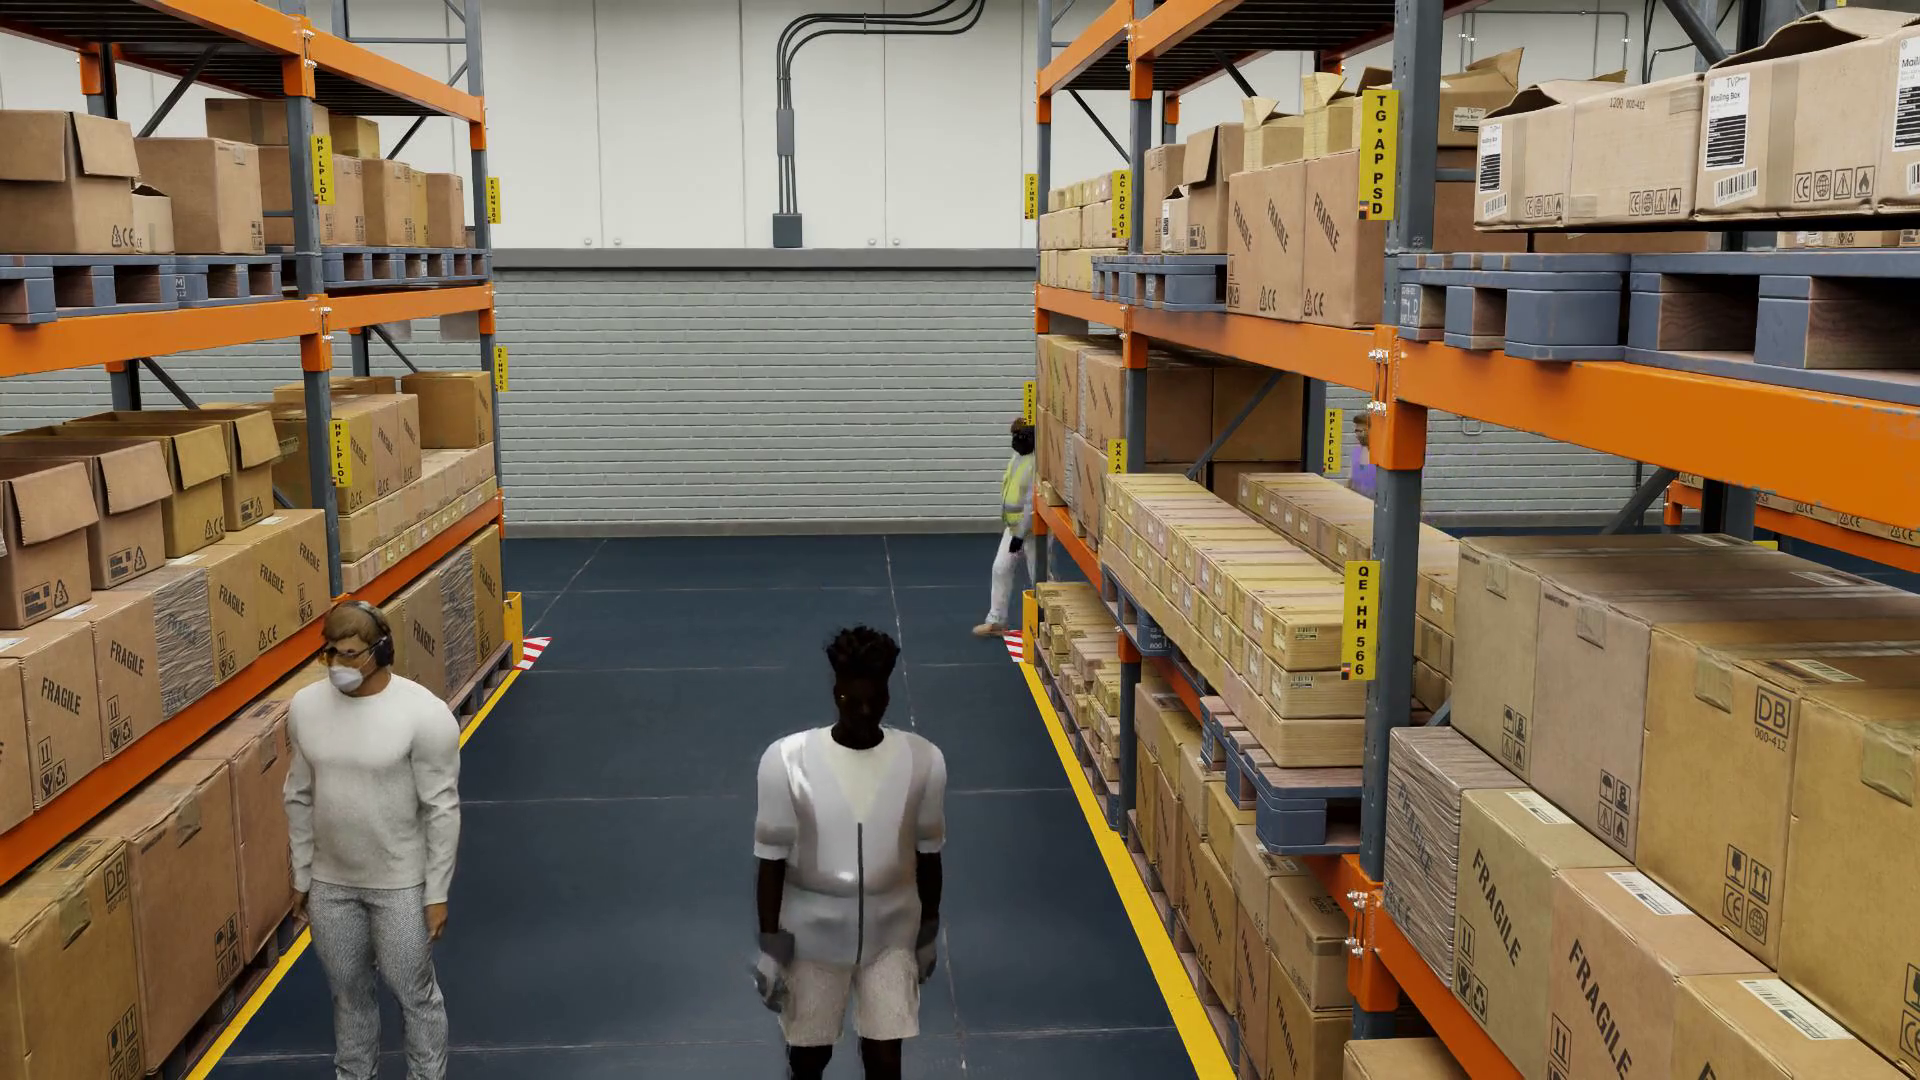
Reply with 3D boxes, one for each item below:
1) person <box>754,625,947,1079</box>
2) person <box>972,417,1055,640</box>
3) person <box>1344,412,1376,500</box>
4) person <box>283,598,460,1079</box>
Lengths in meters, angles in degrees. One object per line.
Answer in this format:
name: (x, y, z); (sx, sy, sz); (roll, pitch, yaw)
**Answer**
person: (-0.351, 1.192, 5.221); (0.629, 1.946, 0.779); (-2, 10, -13)
person: (0.457, -0.065, 13.014); (0.769, 1.808, 0.641); (-4, 10, -22)
person: (3.234, -0.118, 13.319); (0.625, 1.812, 0.557); (-3, 10, -19)
person: (-1.956, 1.140, 5.539); (0.630, 1.938, 0.372); (2, 10, 13)
